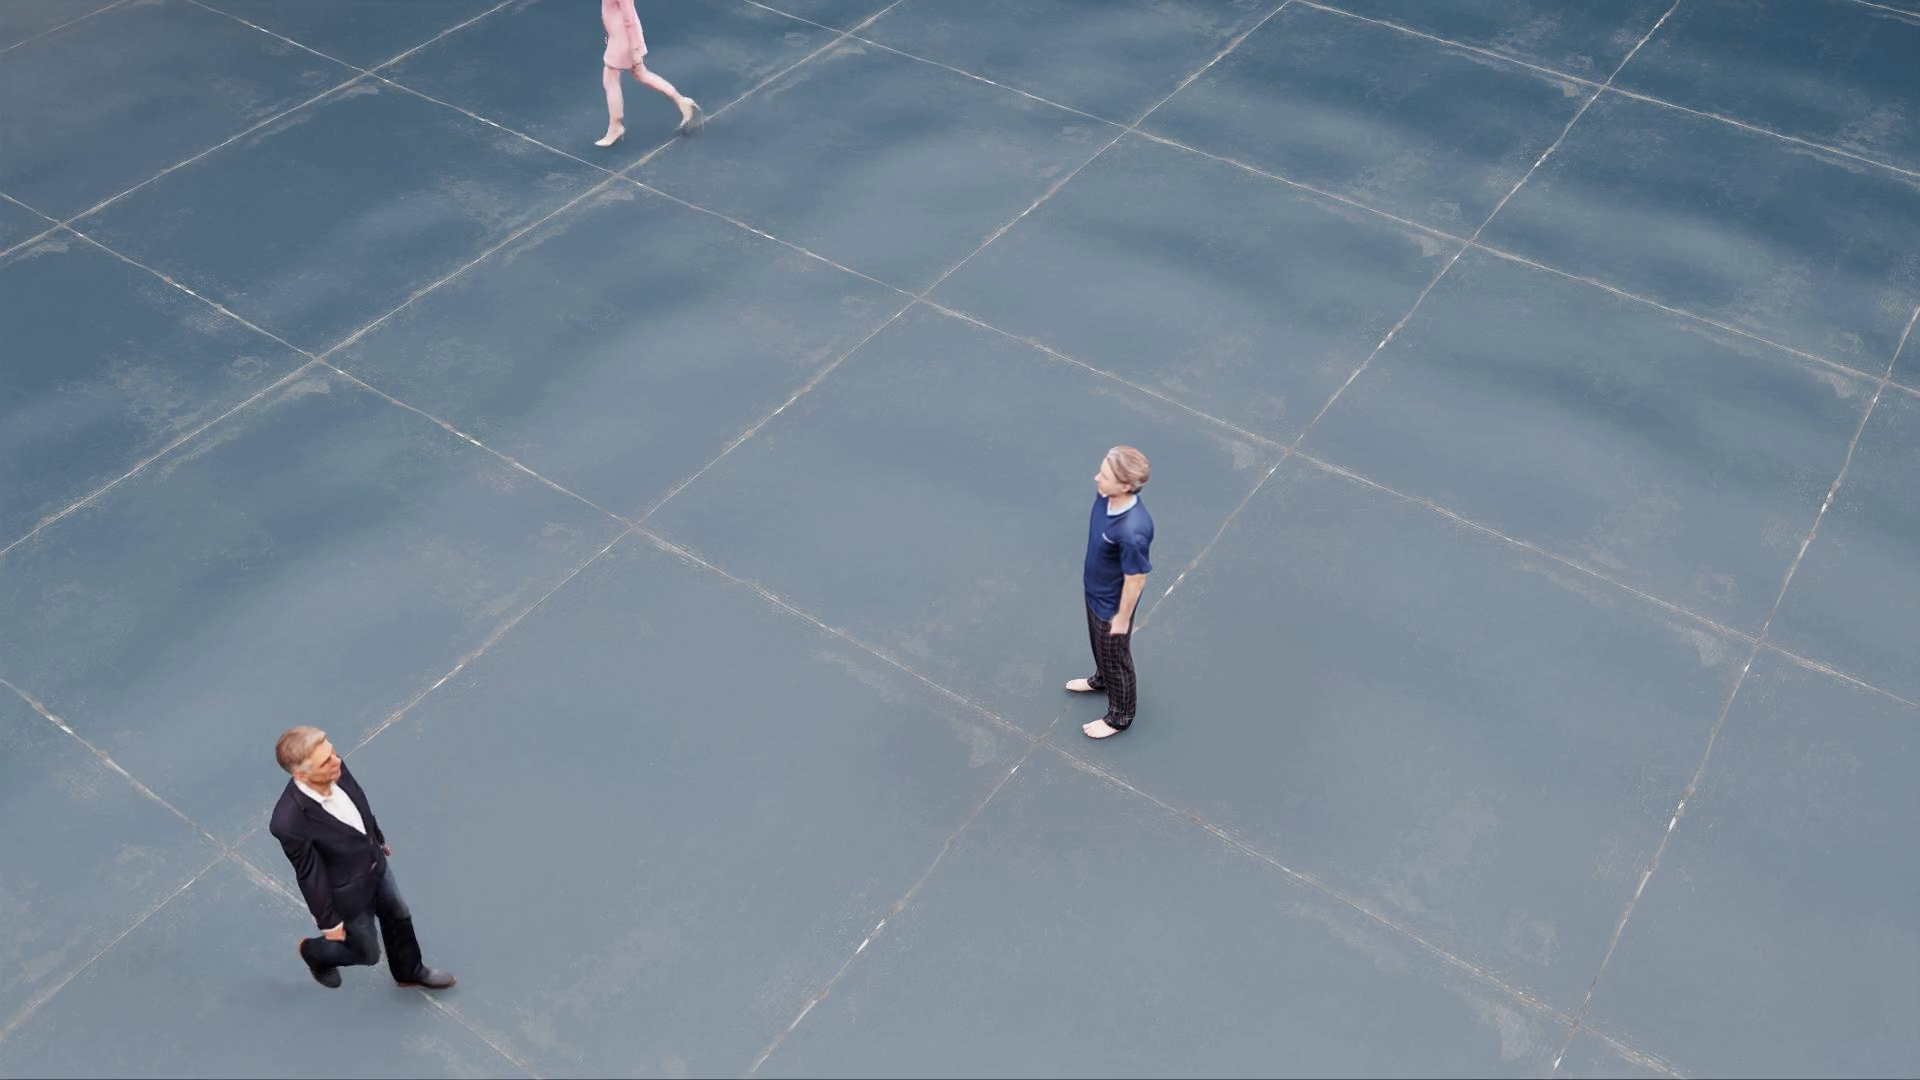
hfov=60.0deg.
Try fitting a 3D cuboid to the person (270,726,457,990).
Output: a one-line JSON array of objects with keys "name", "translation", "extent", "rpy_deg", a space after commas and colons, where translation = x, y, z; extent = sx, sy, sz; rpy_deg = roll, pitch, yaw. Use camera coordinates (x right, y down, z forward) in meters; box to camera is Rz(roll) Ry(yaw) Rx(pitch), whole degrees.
[{"name": "person", "translation": [-2.758, 1.461, 7.331], "extent": [1.037, 1.804, 0.903], "rpy_deg": [8, 44, 8]}]

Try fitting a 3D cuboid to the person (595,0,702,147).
[{"name": "person", "translation": [-2.560, -3.962, 13.167], "extent": [1.139, 1.766, 1.101], "rpy_deg": [-8, 44, -9]}]

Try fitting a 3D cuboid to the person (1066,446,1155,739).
[{"name": "person", "translation": [0.786, 0.262, 8.565], "extent": [0.783, 1.871, 0.711], "rpy_deg": [-8, 44, -9]}]
